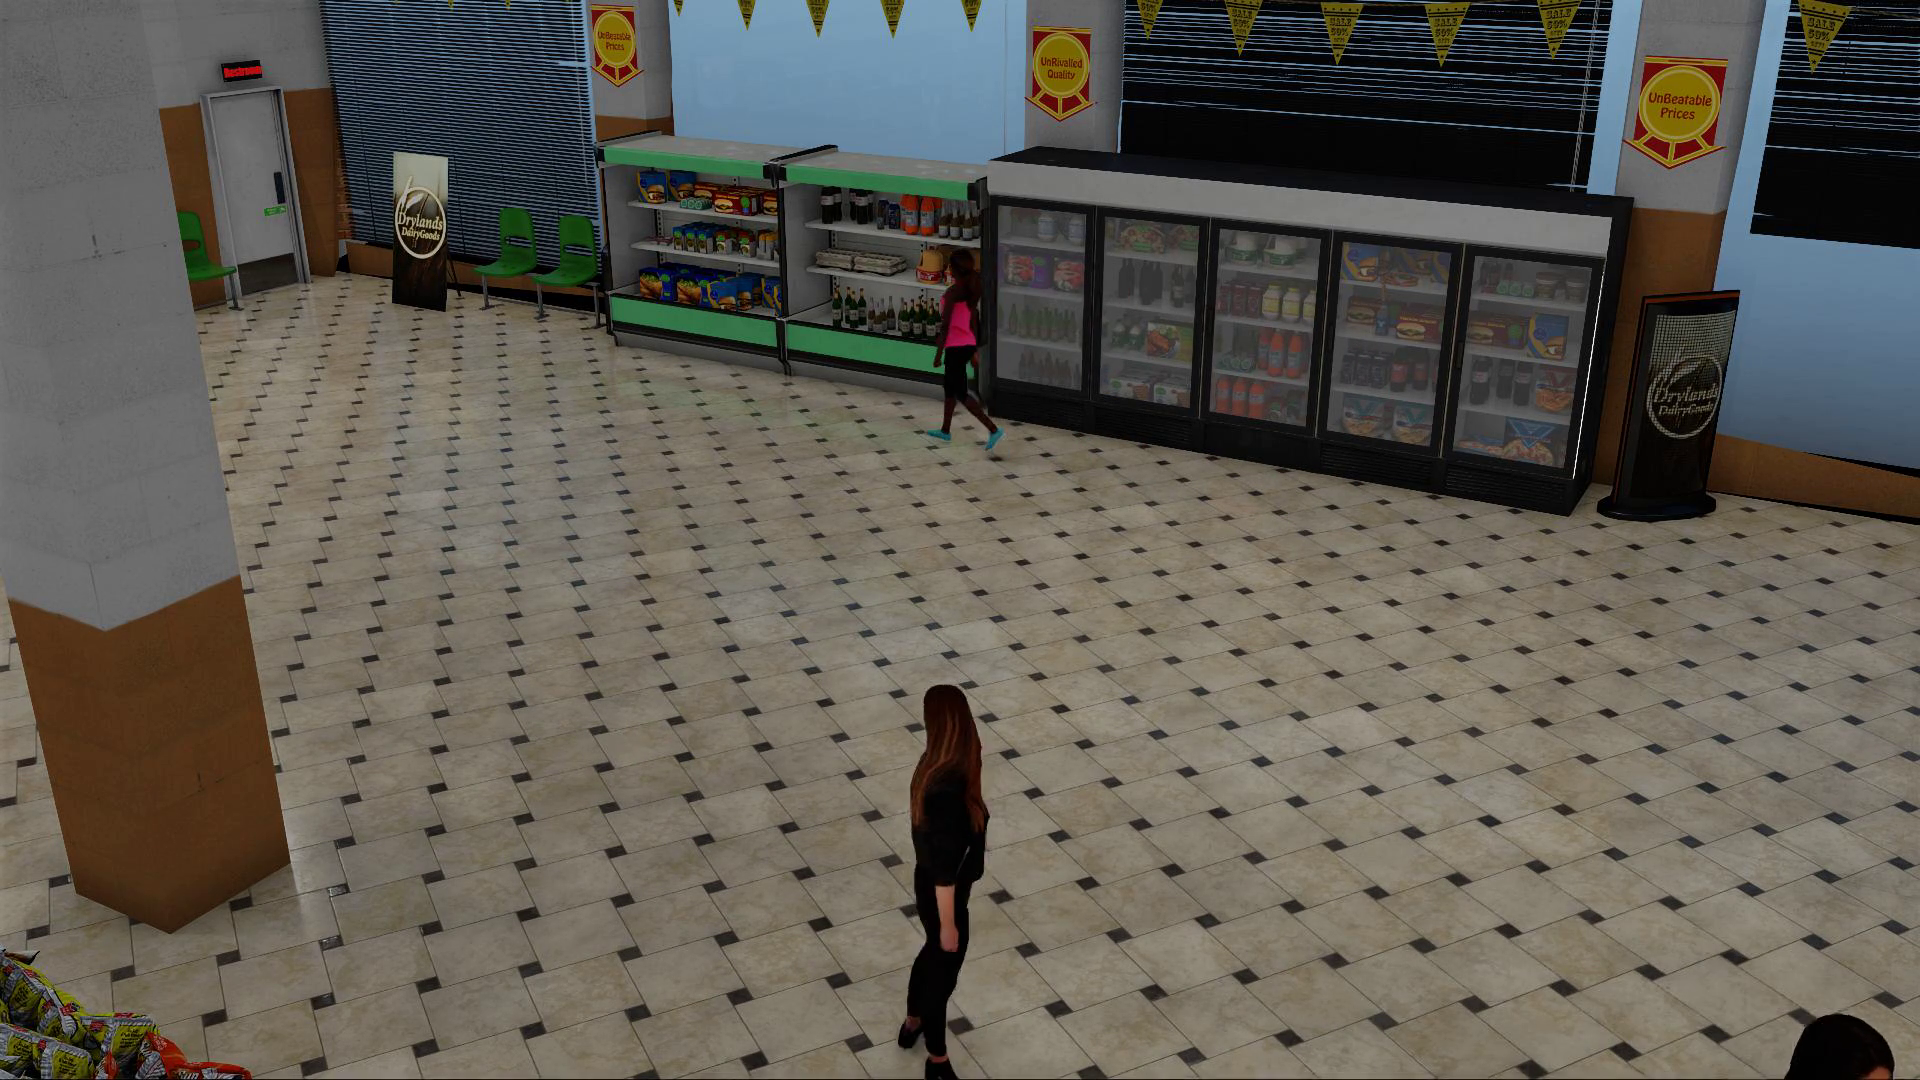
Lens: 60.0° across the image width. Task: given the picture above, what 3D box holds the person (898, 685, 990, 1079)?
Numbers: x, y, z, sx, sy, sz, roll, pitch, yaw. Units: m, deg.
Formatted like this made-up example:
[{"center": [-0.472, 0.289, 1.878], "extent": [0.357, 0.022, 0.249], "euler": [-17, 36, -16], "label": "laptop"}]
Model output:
[{"center": [-0.088, 1.418, 6.537], "extent": [0.832, 1.674, 0.848], "euler": [4, 22, 11], "label": "person"}]

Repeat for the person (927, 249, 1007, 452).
[{"center": [0.061, -1.549, 13.890], "extent": [1.097, 1.697, 0.626], "euler": [14, 26, 32], "label": "person"}]
